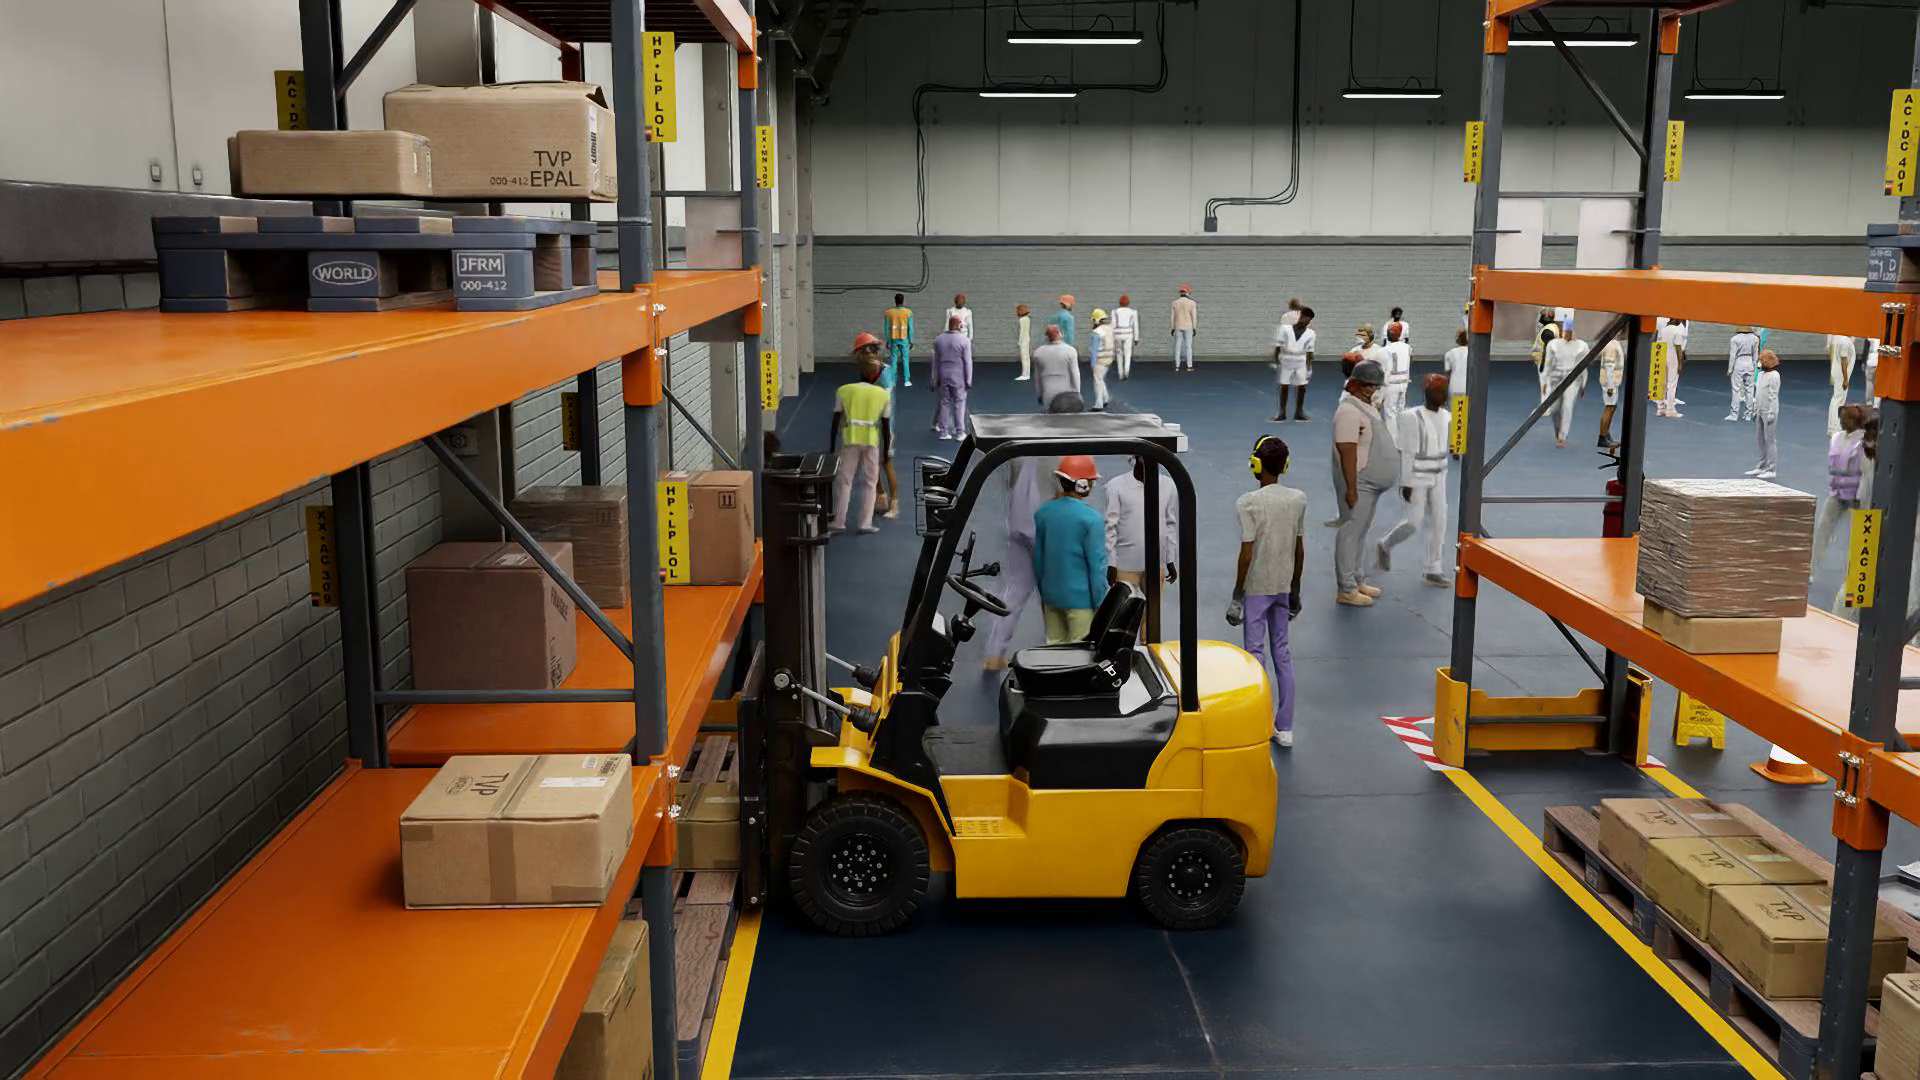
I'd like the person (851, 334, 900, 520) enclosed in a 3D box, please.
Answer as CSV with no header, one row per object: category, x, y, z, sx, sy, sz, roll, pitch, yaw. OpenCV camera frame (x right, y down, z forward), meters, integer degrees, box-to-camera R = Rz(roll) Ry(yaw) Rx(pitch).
person,-0.893,-1.225,18.028,0.421,1.998,0.687,-5,11,-27

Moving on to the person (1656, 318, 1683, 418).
person,12.113,-2.997,28.300,0.345,1.846,0.508,-2,10,-13

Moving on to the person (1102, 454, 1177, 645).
person,1.220,0.126,11.157,0.563,1.751,0.330,-5,11,-25

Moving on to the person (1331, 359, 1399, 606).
person,3.362,-0.494,13.810,0.537,2.000,0.689,5,11,25

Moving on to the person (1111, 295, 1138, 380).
person,3.563,-4.392,36.070,0.584,1.854,0.905,0,10,3

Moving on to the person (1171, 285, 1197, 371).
person,5.198,-4.919,38.621,0.610,1.984,0.399,4,11,21

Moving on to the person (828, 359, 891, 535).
person,-1.095,-0.939,16.973,0.794,1.801,0.386,-1,10,-5

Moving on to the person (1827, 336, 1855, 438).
person,13.434,-2.457,25.291,0.345,1.847,0.504,4,11,20

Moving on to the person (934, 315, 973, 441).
person,-0.081,-2.435,25.036,0.661,1.899,0.396,7,12,34

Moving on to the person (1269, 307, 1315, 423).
person,5.463,-2.881,27.469,0.745,1.928,0.369,1,10,6

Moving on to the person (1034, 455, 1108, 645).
person,0.689,0.327,10.035,0.339,1.752,0.564,-8,13,-38

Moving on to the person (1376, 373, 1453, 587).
person,4.023,-0.537,14.554,0.590,1.861,0.696,-6,12,-29

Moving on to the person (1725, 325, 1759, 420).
person,13.109,-2.869,27.894,0.484,1.736,0.308,-1,10,-4

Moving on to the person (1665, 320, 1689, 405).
person,13.159,-3.443,30.582,0.597,1.916,0.371,-8,13,-39

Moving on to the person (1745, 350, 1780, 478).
person,10.243,-1.603,21.158,0.288,1.626,0.497,0,10,1

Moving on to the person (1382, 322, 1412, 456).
person,6.023,-2.084,23.111,0.574,1.882,0.358,-8,13,-39

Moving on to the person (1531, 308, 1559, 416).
person,10.085,-3.064,28.683,0.429,1.845,0.621,5,11,24

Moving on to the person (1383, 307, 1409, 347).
person,8.727,-3.799,33.210,0.559,1.676,0.593,-1,10,-5

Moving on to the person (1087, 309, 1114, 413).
person,2.452,-3.121,29.058,0.420,1.817,0.636,7,13,36

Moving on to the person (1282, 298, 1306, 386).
person,6.970,-4.120,34.661,0.521,1.840,0.565,4,11,23

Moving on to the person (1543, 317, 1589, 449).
person,8.830,-2.305,24.281,0.618,1.903,0.758,4,11,22

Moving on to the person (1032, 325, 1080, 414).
person,1.311,-1.974,22.543,0.680,1.871,0.663,3,11,15

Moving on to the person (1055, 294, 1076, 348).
person,1.999,-3.770,32.253,0.602,1.976,0.619,-4,11,-24

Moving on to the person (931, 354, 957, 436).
person,-0.239,-2.437,25.886,0.499,1.592,0.817,-8,13,-38

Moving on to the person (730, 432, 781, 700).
person,-1.252,0.247,10.243,0.435,1.861,0.552,4,11,21

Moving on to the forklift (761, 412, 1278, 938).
forklift,0.291,0.548,7.580,2.313,2.155,1.214,0,10,-2

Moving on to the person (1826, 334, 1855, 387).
person,18.141,-4.031,34.289,0.533,1.765,0.330,1,10,7

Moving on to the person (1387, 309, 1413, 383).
person,9.220,-4.100,35.158,0.868,1.588,0.518,9,14,42

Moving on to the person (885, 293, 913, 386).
person,-1.266,-4.149,34.513,0.590,1.920,0.398,1,10,7

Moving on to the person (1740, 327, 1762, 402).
person,14.797,-3.499,31.063,0.327,1.863,0.511,-1,10,-7

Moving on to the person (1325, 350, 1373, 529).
person,4.096,-1.037,17.335,0.417,1.872,0.592,-1,10,-8

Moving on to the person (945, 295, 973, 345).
person,-0.014,-4.382,36.024,0.589,1.831,0.982,-1,10,-6

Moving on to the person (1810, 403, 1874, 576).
person,7.537,-0.365,14.282,0.807,1.599,0.541,-3,11,-15

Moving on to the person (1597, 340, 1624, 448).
person,9.510,-2.295,24.189,0.389,1.923,0.549,5,12,28

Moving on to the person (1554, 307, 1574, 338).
person,12.652,-4.223,34.585,0.536,2.000,0.691,9,13,40

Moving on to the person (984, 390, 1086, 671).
person,0.541,-0.082,11.517,0.789,2.000,0.696,-9,13,-40

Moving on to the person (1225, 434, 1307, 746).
person,1.792,0.314,9.789,0.538,1.869,0.313,-6,12,-29

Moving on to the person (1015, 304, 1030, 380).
person,1.367,-4.285,36.064,0.282,1.633,0.498,4,11,21

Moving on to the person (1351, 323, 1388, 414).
person,5.320,-1.865,21.776,0.380,1.931,0.625,-6,12,-31

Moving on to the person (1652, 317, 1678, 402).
person,13.152,-3.503,30.925,0.590,1.917,0.397,4,11,22
